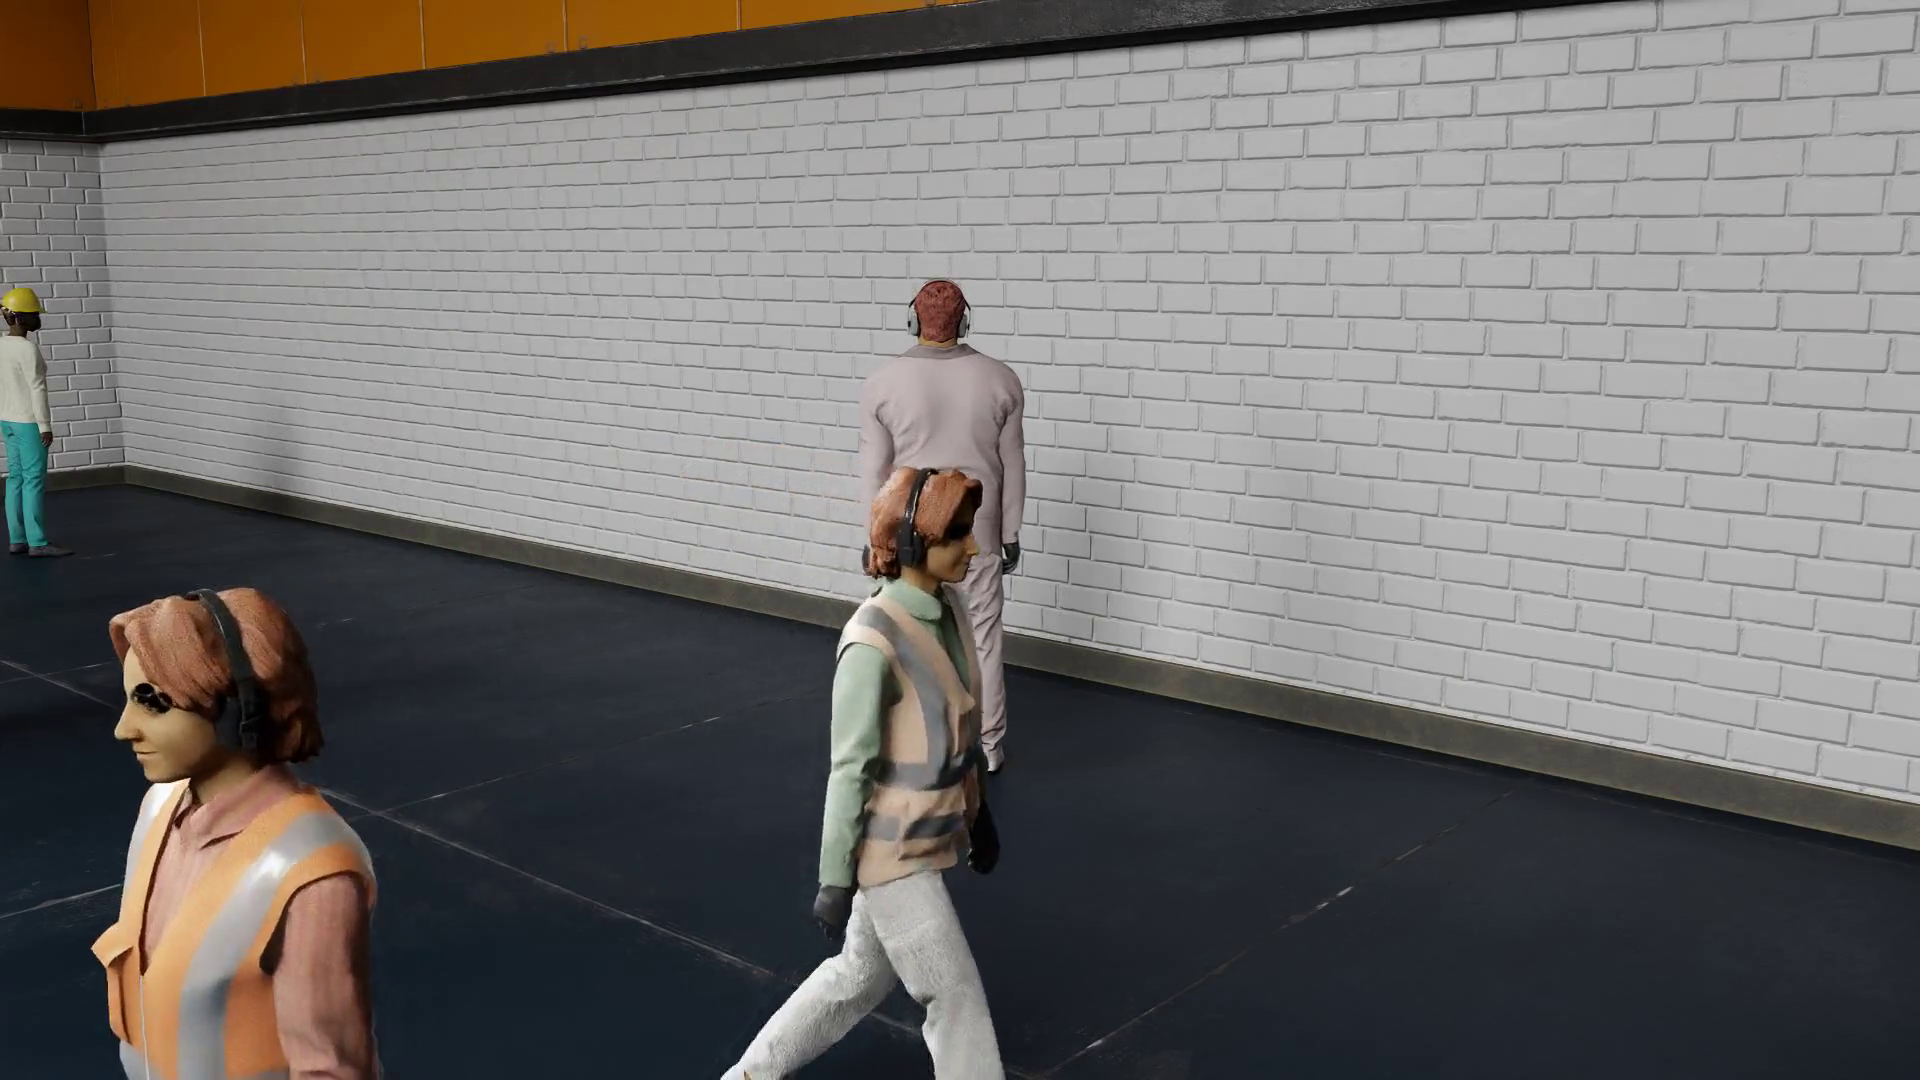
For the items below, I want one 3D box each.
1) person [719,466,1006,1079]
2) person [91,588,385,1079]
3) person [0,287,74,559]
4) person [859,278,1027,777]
[{"bbox_3d":[-0.165,0.626,3.471,0.857,1.596,0.517,3,10,16],"label":"person"},{"bbox_3d":[-0.866,0.840,2.195,0.689,1.614,0.526,-10,14,-44],"label":"person"},{"bbox_3d":[-6.108,-0.766,10.924,0.533,1.767,0.327,7,12,36],"label":"person"},{"bbox_3d":[-0.069,-0.031,6.336,0.636,1.911,0.404,-2,10,-9],"label":"person"}]
